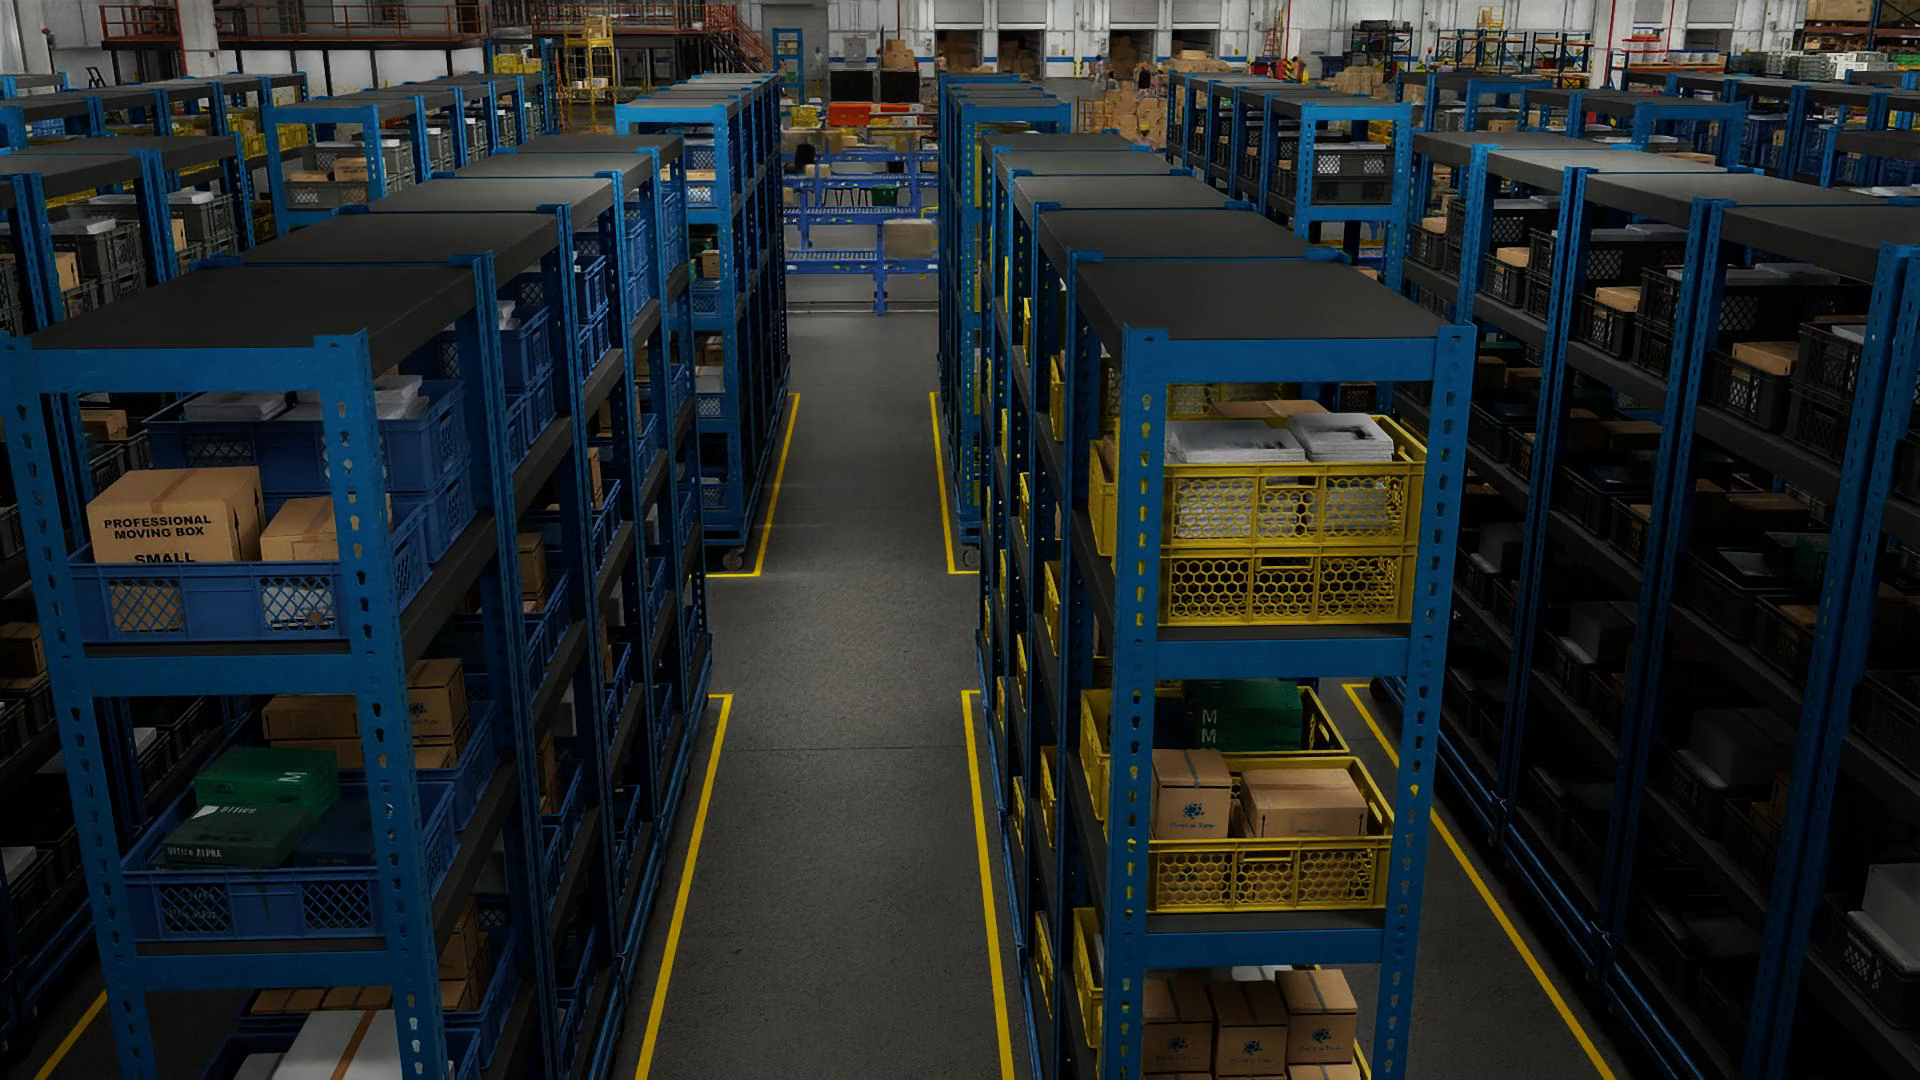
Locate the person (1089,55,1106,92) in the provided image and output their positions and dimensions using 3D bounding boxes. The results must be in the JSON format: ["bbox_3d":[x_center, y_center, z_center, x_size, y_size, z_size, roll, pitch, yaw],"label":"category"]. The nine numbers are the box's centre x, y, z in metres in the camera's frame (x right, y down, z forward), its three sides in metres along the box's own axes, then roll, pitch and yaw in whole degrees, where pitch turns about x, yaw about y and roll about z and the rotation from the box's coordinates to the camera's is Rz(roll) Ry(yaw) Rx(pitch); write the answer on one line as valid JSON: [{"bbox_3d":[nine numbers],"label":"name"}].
[{"bbox_3d":[7.001,-23.418,83.486,0.971,1.797,0.637,1,18,4],"label":"person"}]

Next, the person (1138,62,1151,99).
[{"bbox_3d":[7.474,-18.426,67.698,0.378,1.996,0.611,-15,23,-38],"label":"person"}]

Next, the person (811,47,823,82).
[{"bbox_3d":[-8.094,-26.944,94.181,0.694,1.924,0.443,-1,18,-3],"label":"person"}]

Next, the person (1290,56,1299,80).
[{"bbox_3d":[17.023,-23.866,85.025,0.621,1.672,0.558,14,22,36],"label":"person"}]

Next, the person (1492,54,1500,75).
[{"bbox_3d":[26.006,-22.599,80.728,0.505,1.920,0.686,13,22,34],"label":"person"}]

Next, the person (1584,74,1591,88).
[{"bbox_3d":[21.227,-14.676,56.022,0.720,2.000,0.694,10,20,28],"label":"person"}]

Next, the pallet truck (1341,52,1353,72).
[{"bbox_3d":[18.794,-23.123,82.231,0.823,1.965,1.885,-13,22,-35],"label":"pallet truck"}]

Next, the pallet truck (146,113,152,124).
[{"bbox_3d":[-18.087,-8.309,36.390,1.885,1.965,0.823,-1,18,-4],"label":"pallet truck"}]

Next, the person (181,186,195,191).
[{"bbox_3d":[-12.528,-5.100,26.740,0.403,1.822,0.589,12,21,33],"label":"person"}]

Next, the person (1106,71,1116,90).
[{"bbox_3d":[5.667,-16.611,62.311,0.328,1.861,0.502,-16,24,-40],"label":"person"}]

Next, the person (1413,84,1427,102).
[{"bbox_3d":[16.236,-15.569,58.956,0.551,1.932,0.378,-10,21,-29],"label":"person"}]

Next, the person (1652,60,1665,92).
[{"bbox_3d":[30.165,-19.734,71.803,0.375,1.959,0.600,-9,20,-26],"label":"person"}]

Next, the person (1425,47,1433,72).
[{"bbox_3d":[26.049,-26.385,92.426,0.364,1.934,0.553,-1,18,-4],"label":"person"}]

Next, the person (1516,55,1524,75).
[{"bbox_3d":[27.068,-22.533,80.576,0.451,1.891,0.660,11,21,31],"label":"person"}]

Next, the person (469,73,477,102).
[{"bbox_3d":[-18.526,-16.802,62.910,0.824,1.860,0.587,0,18,2],"label":"person"}]

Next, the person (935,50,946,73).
[{"bbox_3d":[-1.023,-24.726,87.325,0.608,1.906,0.517,0,18,0],"label":"person"}]

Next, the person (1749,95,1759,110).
[{"bbox_3d":[28.306,-15.561,59.384,0.545,1.647,0.894,-13,22,-34],"label":"person"}]

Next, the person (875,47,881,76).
[{"bbox_3d":[-4.458,-26.747,93.613,0.785,1.904,0.573,-3,18,-10],"label":"person"}]

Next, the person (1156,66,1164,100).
[{"bbox_3d":[8.312,-18.826,69.313,0.329,1.763,0.523,1,18,3],"label":"person"}]

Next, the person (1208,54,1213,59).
[{"bbox_3d":[12.039,-22.619,80.787,0.645,1.927,0.642,10,21,29],"label":"person"}]

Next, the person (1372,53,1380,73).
[{"bbox_3d":[21.523,-24.253,86.068,0.861,1.789,0.533,-2,18,-6],"label":"person"}]

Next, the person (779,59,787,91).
[{"bbox_3d":[-8.689,-22.745,81.315,0.429,1.840,0.637,-7,19,-22],"label":"person"}]

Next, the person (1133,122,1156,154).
[{"bbox_3d":[4.165,-8.552,37.535,0.531,1.745,0.682,8,20,23],"label":"person"}]

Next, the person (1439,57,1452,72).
[{"bbox_3d":[22.123,-21.015,75.827,0.599,1.912,0.477,8,20,24],"label":"person"}]

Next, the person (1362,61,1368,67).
[{"bbox_3d":[18.764,-21.301,77.074,0.893,1.700,0.493,11,21,32],"label":"person"}]

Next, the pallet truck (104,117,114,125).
[{"bbox_3d":[-18.367,-7.885,35.078,1.885,1.965,0.823,1,18,2],"label":"pallet truck"}]

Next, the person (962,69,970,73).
[{"bbox_3d":[0.214,-15.827,59.581,0.377,2.045,0.605,-7,19,-22],"label":"person"}]

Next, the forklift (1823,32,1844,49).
[{"bbox_3d":[45.186,-24.889,86.282,1.873,2.768,1.129,-6,19,-19],"label":"forklift"}]
